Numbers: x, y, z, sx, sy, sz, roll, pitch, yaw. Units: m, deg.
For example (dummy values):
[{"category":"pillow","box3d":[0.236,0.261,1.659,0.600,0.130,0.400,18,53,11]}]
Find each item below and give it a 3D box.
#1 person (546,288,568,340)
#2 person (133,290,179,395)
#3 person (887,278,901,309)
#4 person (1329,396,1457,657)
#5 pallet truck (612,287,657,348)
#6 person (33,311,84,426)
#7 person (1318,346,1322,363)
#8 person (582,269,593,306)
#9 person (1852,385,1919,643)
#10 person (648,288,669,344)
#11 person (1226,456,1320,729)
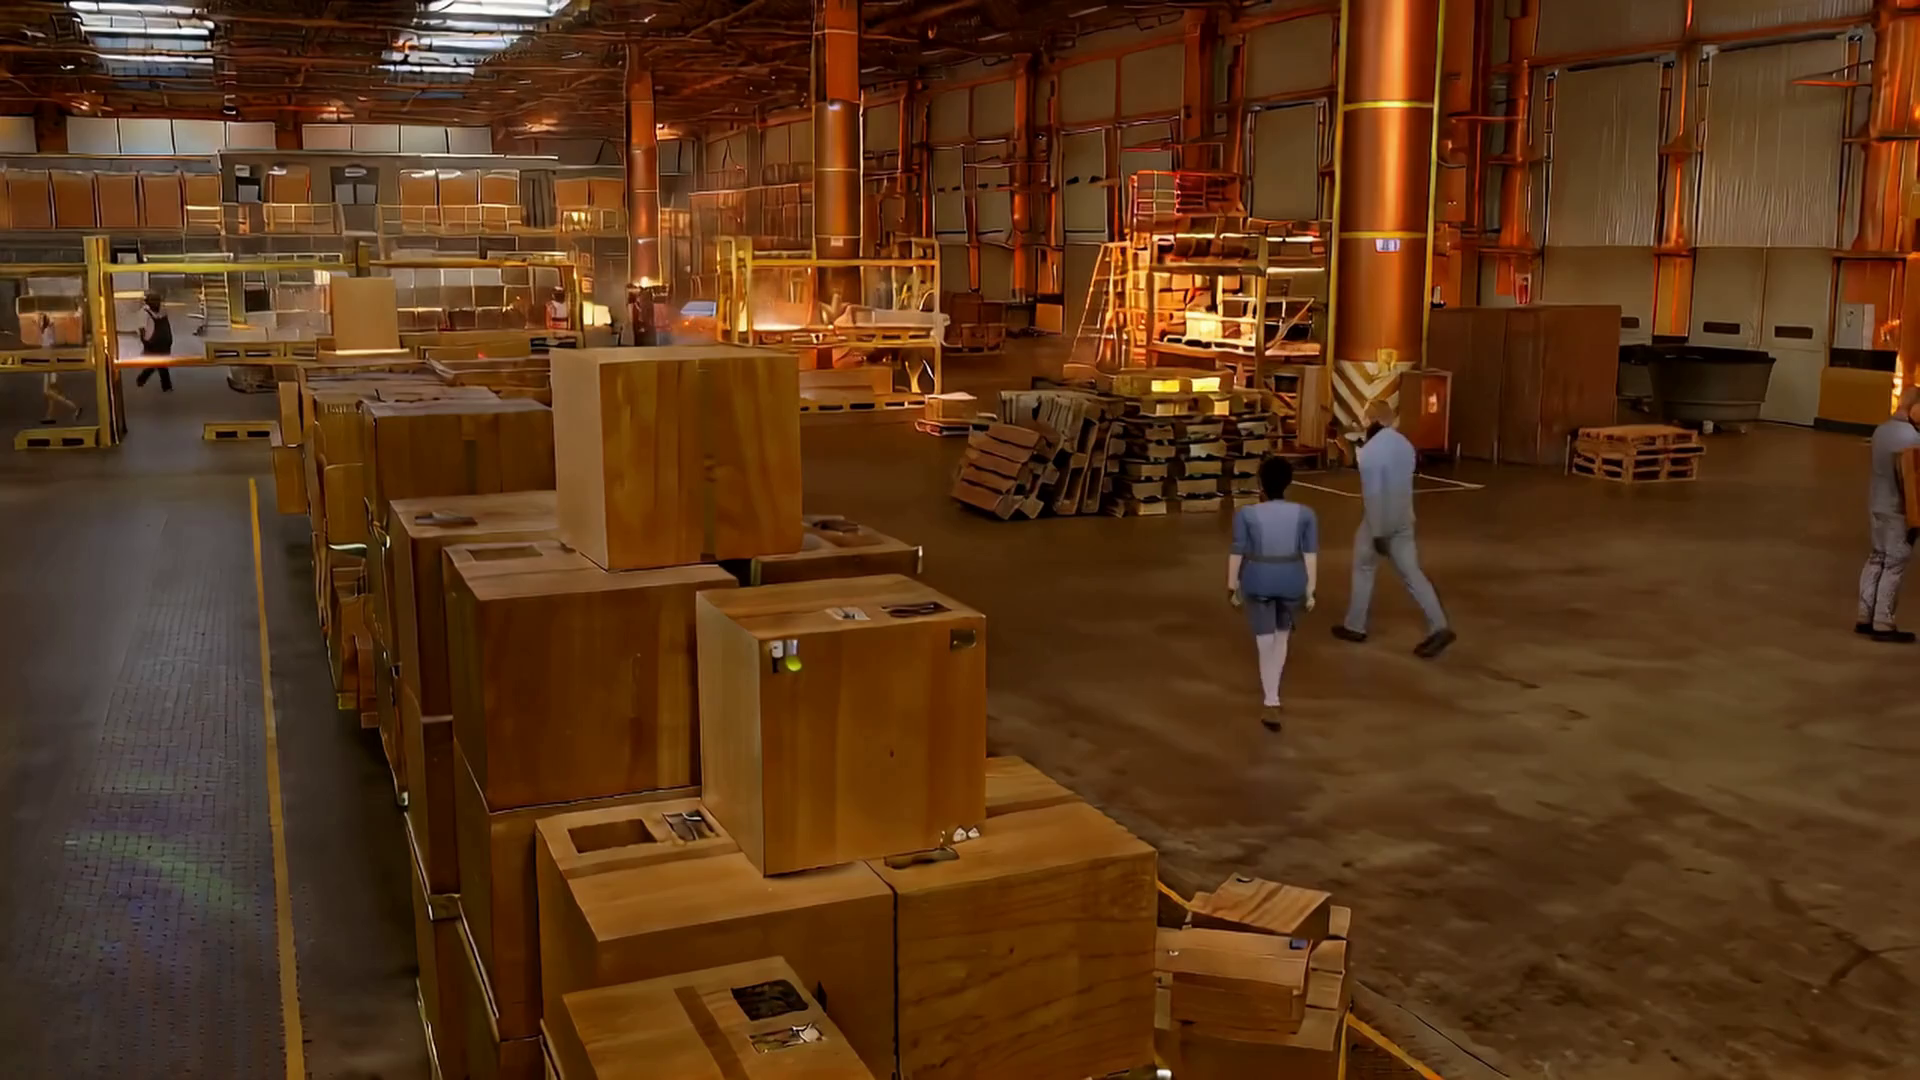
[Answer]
[{"category":"person","box3d":[-9.031,-4.724,37.469,0.584,1.882,0.348,-7,12,-33]},{"category":"person","box3d":[-15.403,-3.769,31.776,0.722,2.000,0.689,1,10,8]},{"category":"person","box3d":[-1.942,-7.197,51.368,0.866,1.798,0.641,6,12,28]},{"category":"person","box3d":[3.188,-0.098,12.078,0.641,1.869,1.056,-8,13,-36]},{"category":"pallet truck","box3d":[-6.464,-4.406,35.401,0.823,1.965,1.885,6,12,32]},{"category":"person","box3d":[-14.504,-2.741,26.632,0.621,1.852,0.527,-4,11,-23]},{"category":"person","box3d":[5.771,-2.469,25.590,0.539,1.693,0.320,0,10,2]},{"category":"person","box3d":[-13.340,-8.723,59.449,0.584,1.910,0.393,8,13,37]},{"category":"person","box3d":[6.956,-0.190,12.373,0.367,1.926,0.639,1,10,5]},{"category":"person","box3d":[-6.766,-4.665,37.103,0.912,1.910,0.614,6,12,28]},{"category":"person","box3d":[1.947,0.296,10.427,0.556,1.642,0.886,-1,10,-7]}]
